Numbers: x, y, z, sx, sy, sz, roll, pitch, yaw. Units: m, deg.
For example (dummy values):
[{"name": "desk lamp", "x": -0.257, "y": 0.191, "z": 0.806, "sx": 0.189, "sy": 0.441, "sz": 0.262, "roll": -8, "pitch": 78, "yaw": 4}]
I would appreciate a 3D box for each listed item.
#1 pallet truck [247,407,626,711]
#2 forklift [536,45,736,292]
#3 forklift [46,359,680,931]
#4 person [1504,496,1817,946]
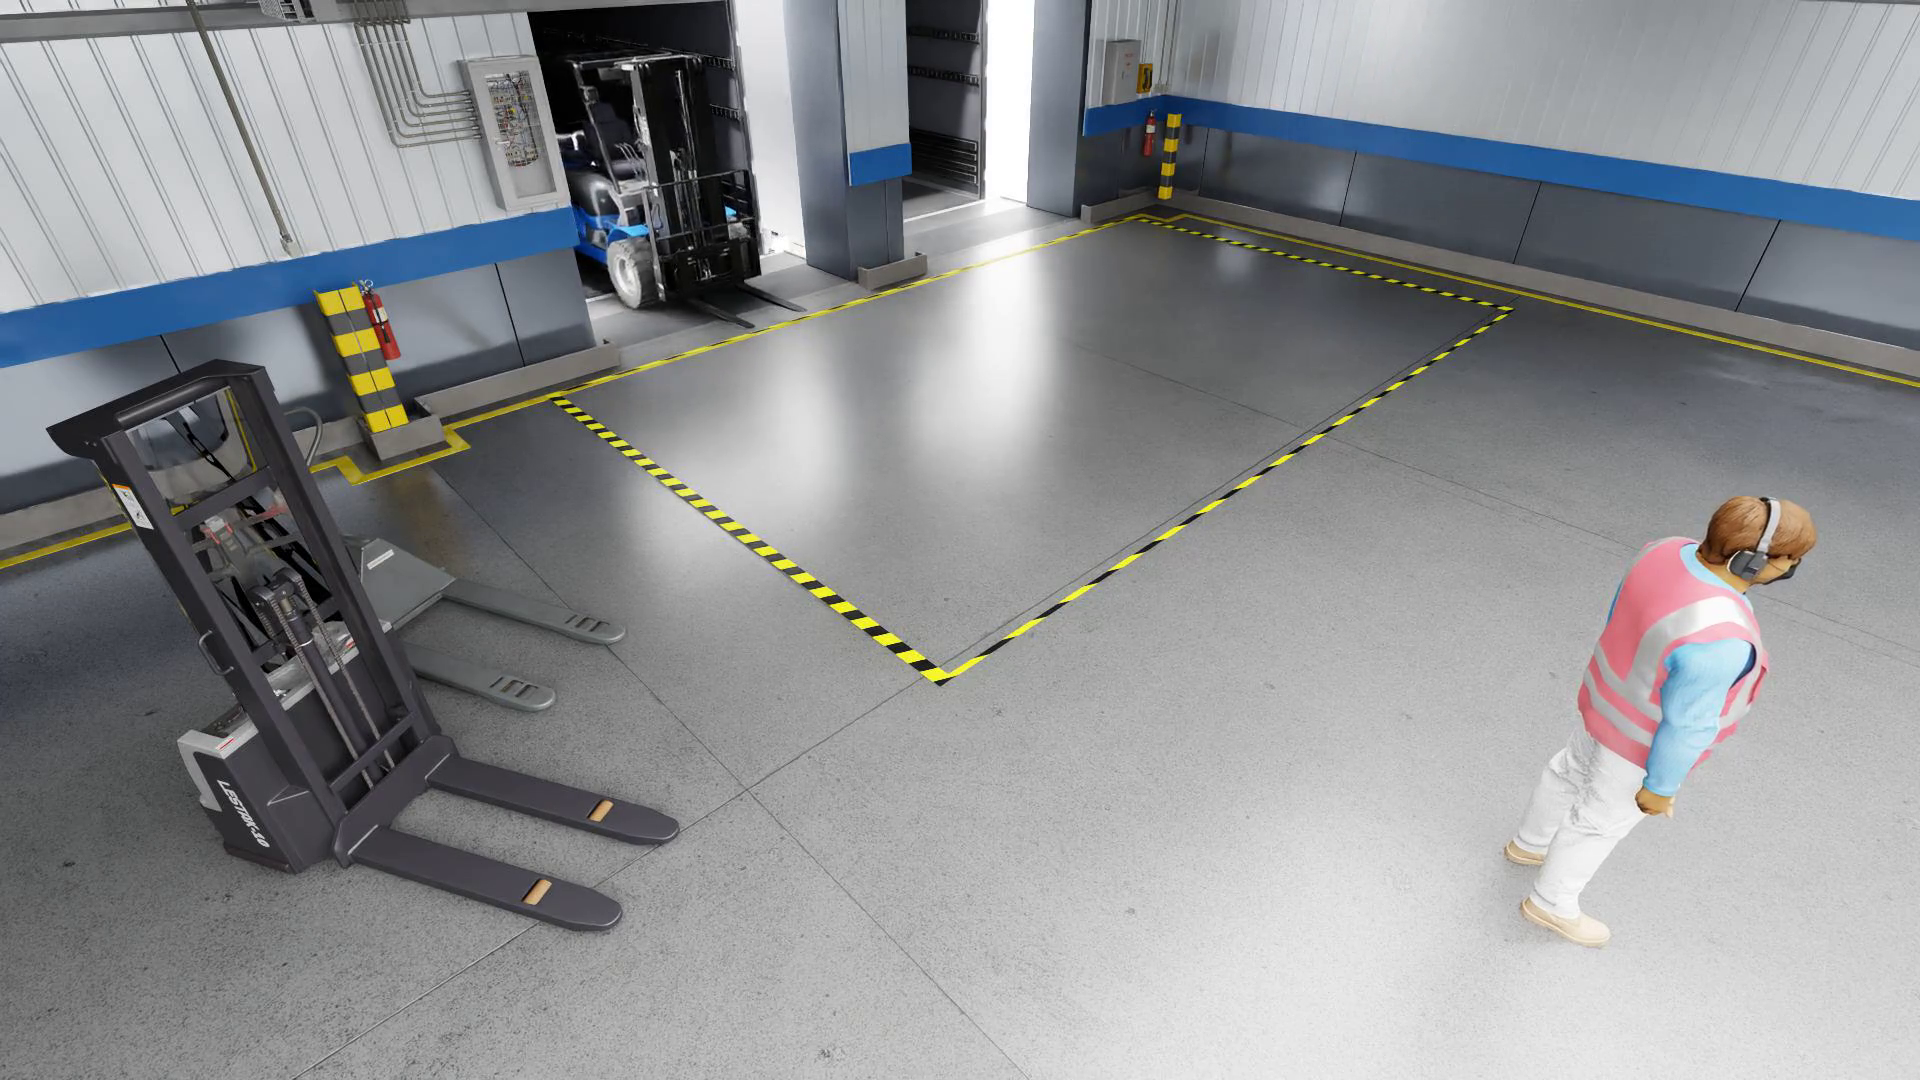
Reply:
[{"name": "pallet truck", "x": -2.628, "y": 0.038, "z": 4.590, "sx": 1.601, "sy": 1.201, "sz": 0.680, "roll": 12, "pitch": 36, "yaw": 18}, {"name": "forklift", "x": -3.354, "y": -3.815, "z": 9.232, "sx": 2.680, "sy": 2.036, "sz": 1.157, "roll": 29, "pitch": 44, "yaw": 36}, {"name": "forklift", "x": -2.135, "y": 0.422, "z": 3.354, "sx": 1.885, "sy": 1.965, "sz": 0.823, "roll": 10, "pitch": 35, "yaw": 14}, {"name": "person", "x": 2.355, "y": 0.646, "z": 3.161, "sx": 0.429, "sy": 1.841, "sz": 0.633, "roll": 10, "pitch": 35, "yaw": 14}]
